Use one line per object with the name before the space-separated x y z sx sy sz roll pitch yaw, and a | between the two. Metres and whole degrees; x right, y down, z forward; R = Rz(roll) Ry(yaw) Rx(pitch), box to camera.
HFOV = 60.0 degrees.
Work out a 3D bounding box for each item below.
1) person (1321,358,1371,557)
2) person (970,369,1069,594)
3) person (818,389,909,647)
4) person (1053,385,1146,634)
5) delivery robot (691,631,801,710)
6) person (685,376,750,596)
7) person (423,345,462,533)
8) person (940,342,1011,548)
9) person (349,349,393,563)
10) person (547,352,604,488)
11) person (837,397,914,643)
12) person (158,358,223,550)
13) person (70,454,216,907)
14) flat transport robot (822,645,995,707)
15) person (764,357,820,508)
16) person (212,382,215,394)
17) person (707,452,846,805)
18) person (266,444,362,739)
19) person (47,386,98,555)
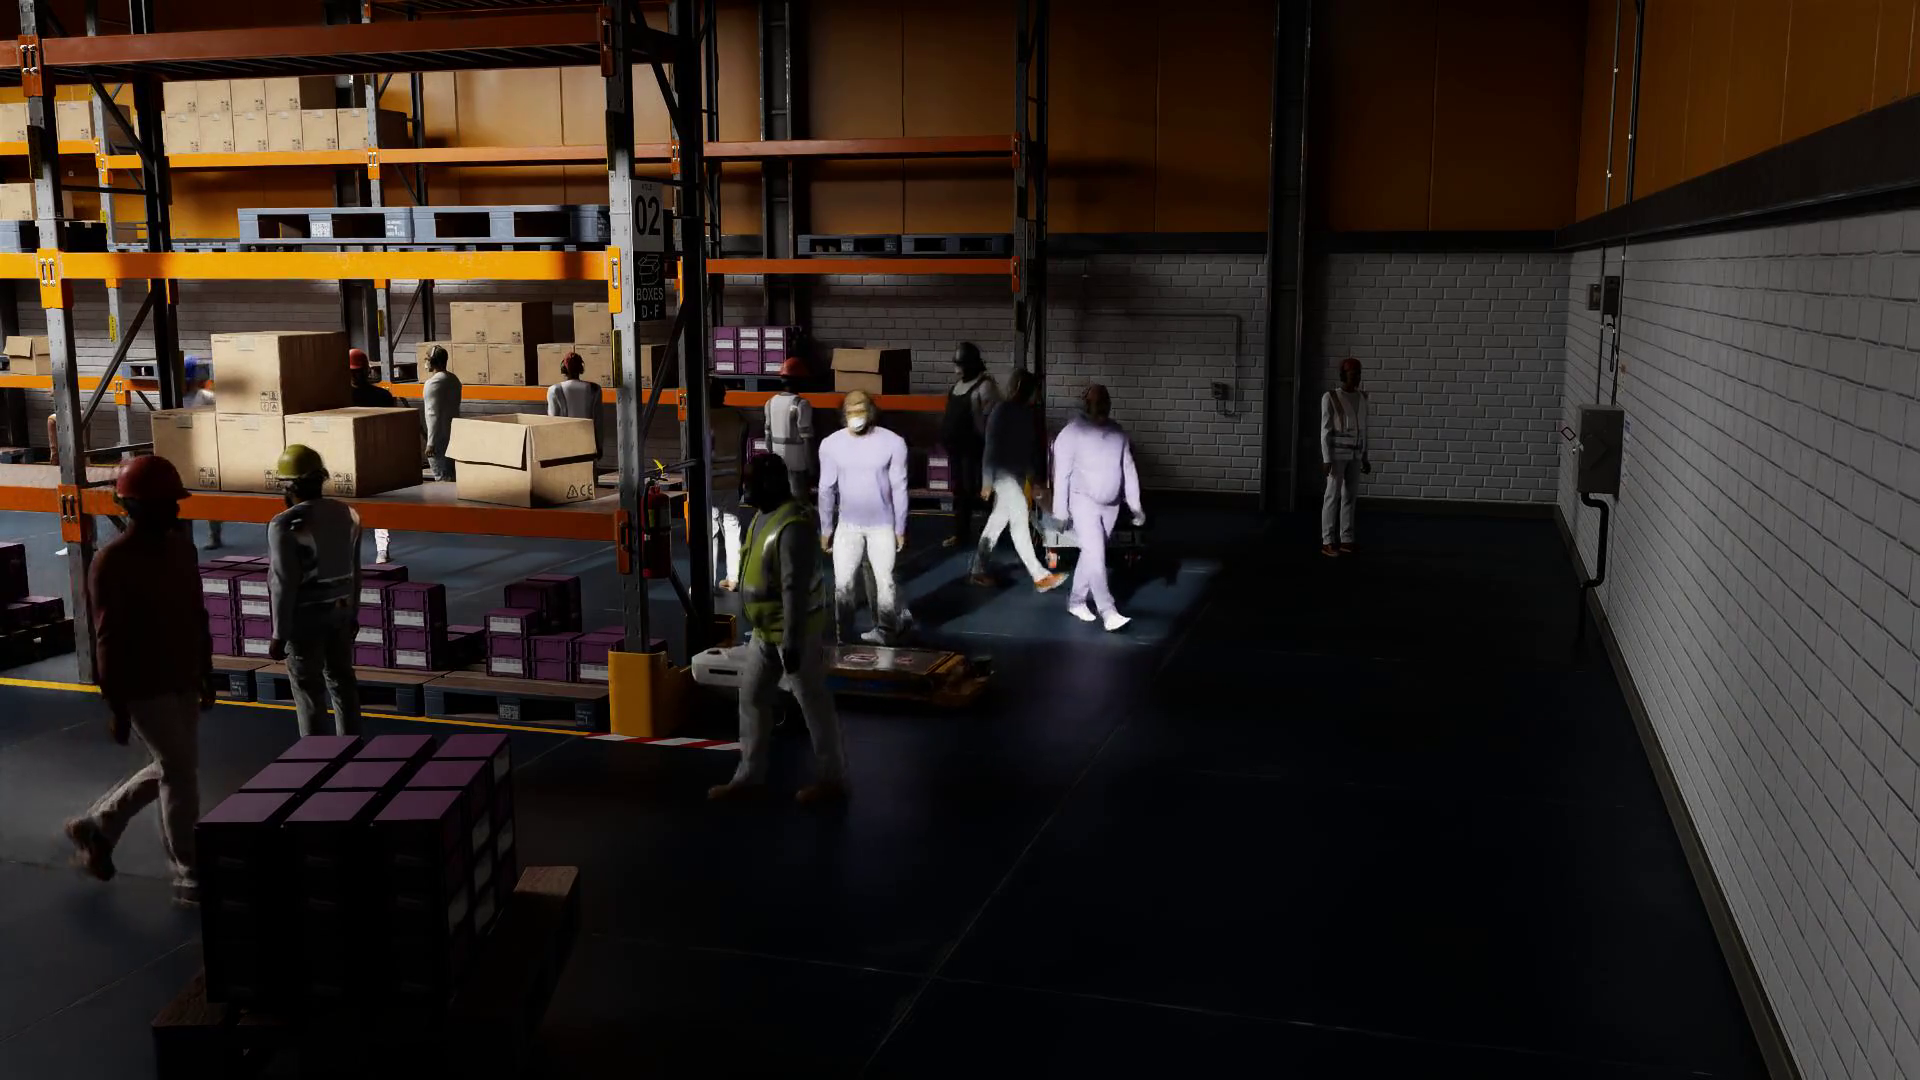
person | 3.675 -0.786 15.831 0.574 1.884 0.356 -6 11 -31
person | 0.508 -0.494 14.071 1.032 1.874 0.646 5 11 29
person | -0.662 -0.084 11.484 0.631 1.917 0.468 1 9 8
person | 1.078 -0.241 12.602 0.643 1.857 0.988 -7 11 -35
delivery robot | -1.241 0.791 9.973 0.707 0.478 0.477 3 10 16
person | -2.057 -0.450 13.913 0.429 1.844 0.627 9 13 42
person | -5.359 -1.042 17.221 0.361 1.938 0.635 1 9 6
person | 0.121 -0.933 16.253 0.673 2.000 0.689 -6 11 -33
person | -5.528 -0.766 15.369 0.626 1.992 0.387 -1 9 -8
person | -3.897 -0.962 16.906 0.572 1.883 0.358 -5 11 -28
person | -0.636 -0.139 12.010 0.565 1.841 0.410 -9 13 -43
person | -7.332 -0.782 15.829 0.592 1.879 0.991 -1 9 -6
person | -3.496 0.601 7.137 0.848 1.968 0.622 2 9 9
flat transport robot | -0.548 0.854 10.736 1.431 0.197 0.652 3 10 17
person | -1.503 -0.682 15.062 0.562 1.932 0.373 8 12 39
person | -7.958 -1.154 18.189 0.342 1.846 0.508 -8 12 -39
person | -0.954 0.467 8.416 0.822 1.798 0.752 -4 10 -25
person | -3.387 0.410 8.708 0.404 1.827 0.602 4 10 23
person | -8.482 -0.672 15.880 0.306 1.640 0.522 2 9 10
